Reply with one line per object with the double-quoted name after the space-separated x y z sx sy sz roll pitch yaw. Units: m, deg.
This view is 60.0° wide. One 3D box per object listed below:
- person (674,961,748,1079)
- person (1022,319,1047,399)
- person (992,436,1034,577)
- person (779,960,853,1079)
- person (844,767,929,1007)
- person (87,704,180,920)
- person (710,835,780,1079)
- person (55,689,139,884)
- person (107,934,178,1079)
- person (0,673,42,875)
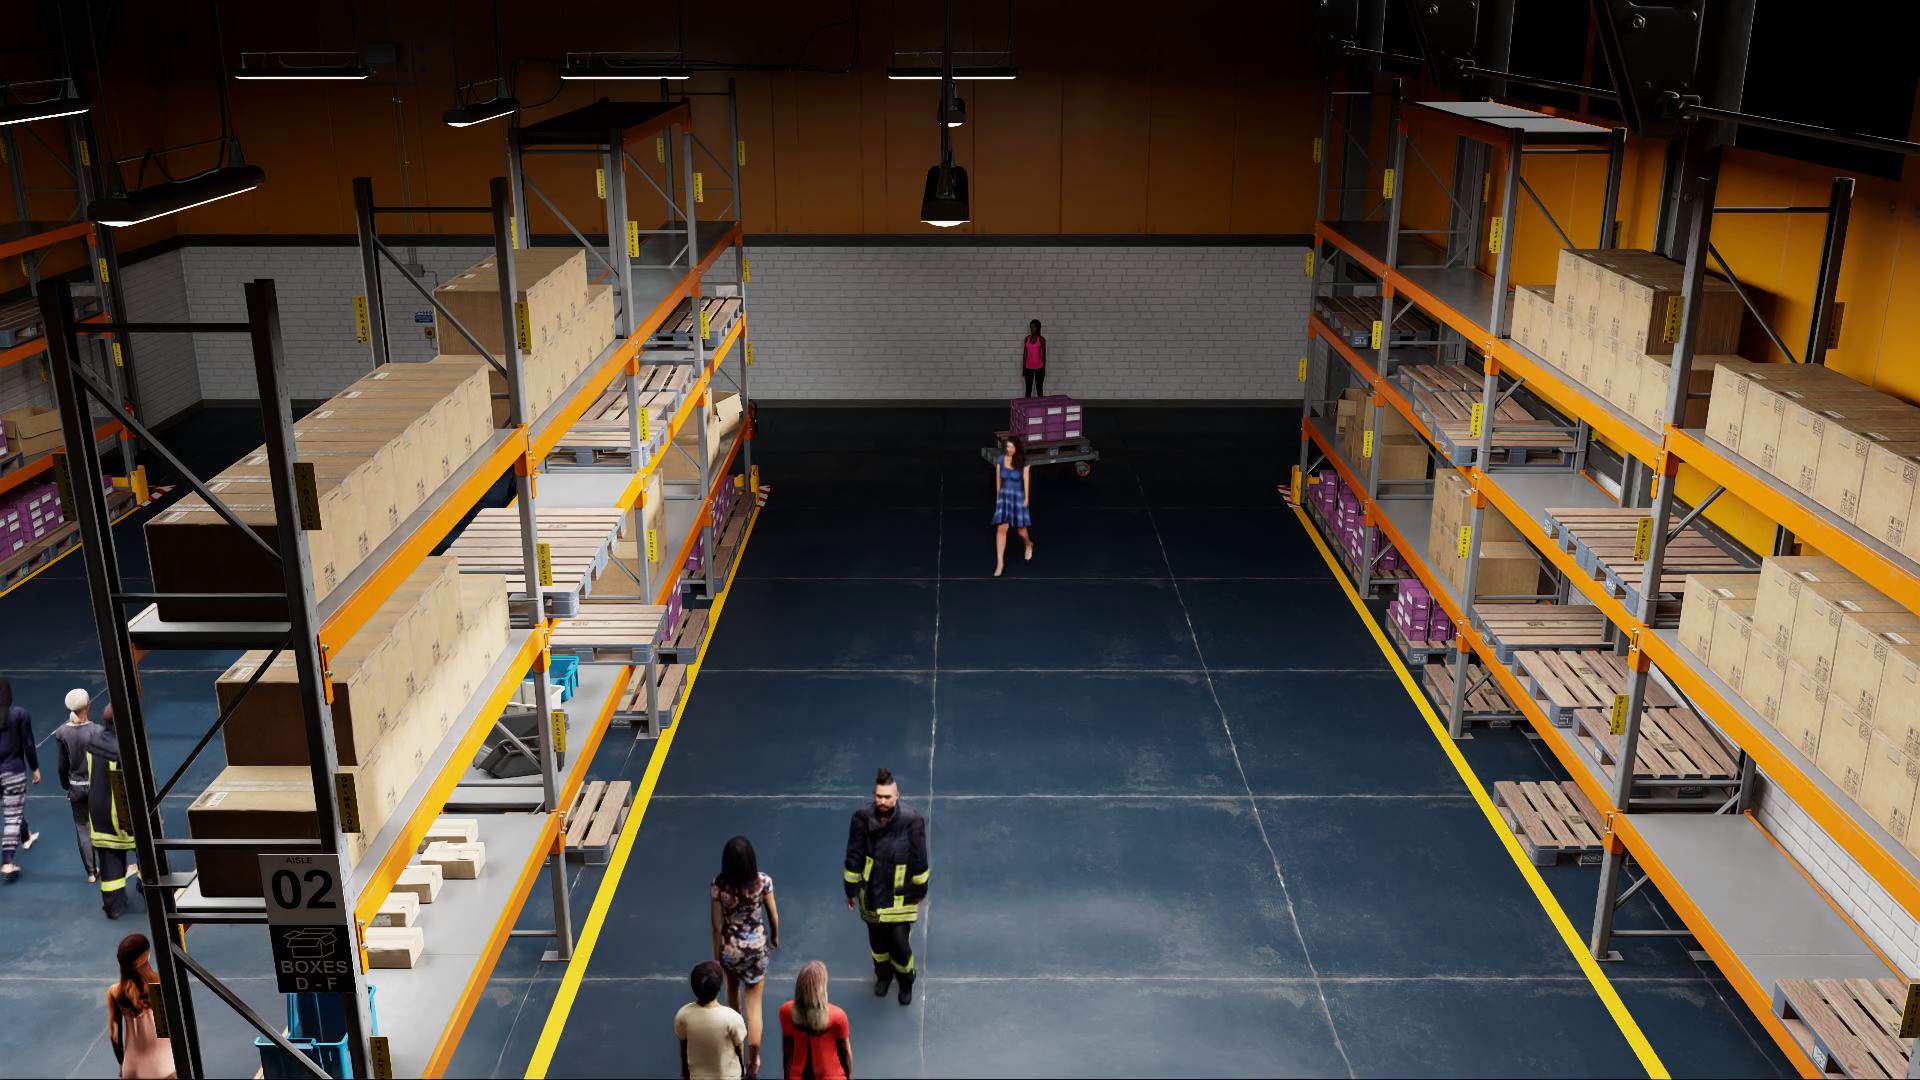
-1.528 3.384 10.240 0.773 1.550 1.036 5 19 15 "person"
1.296 -2.980 28.865 0.628 1.724 0.636 6 19 16 "person"
0.695 -0.451 21.265 0.927 1.781 1.135 8 20 23 "person"
-0.904 3.375 10.089 0.835 1.663 1.189 7 20 19 "person"
-0.520 2.506 12.368 0.836 1.855 0.815 5 19 14 "person"
-6.805 2.178 13.422 0.897 1.803 0.943 7 20 19 "person"
-1.482 2.899 11.460 0.706 1.688 1.116 -3 19 -8 "person"
-7.275 2.047 13.932 0.627 1.726 0.541 -2 19 -6 "person"
-4.960 3.238 10.232 0.637 1.831 0.574 -4 19 -11 "person"
-8.123 2.014 14.100 0.700 1.682 1.066 -2 19 -7 "person"
